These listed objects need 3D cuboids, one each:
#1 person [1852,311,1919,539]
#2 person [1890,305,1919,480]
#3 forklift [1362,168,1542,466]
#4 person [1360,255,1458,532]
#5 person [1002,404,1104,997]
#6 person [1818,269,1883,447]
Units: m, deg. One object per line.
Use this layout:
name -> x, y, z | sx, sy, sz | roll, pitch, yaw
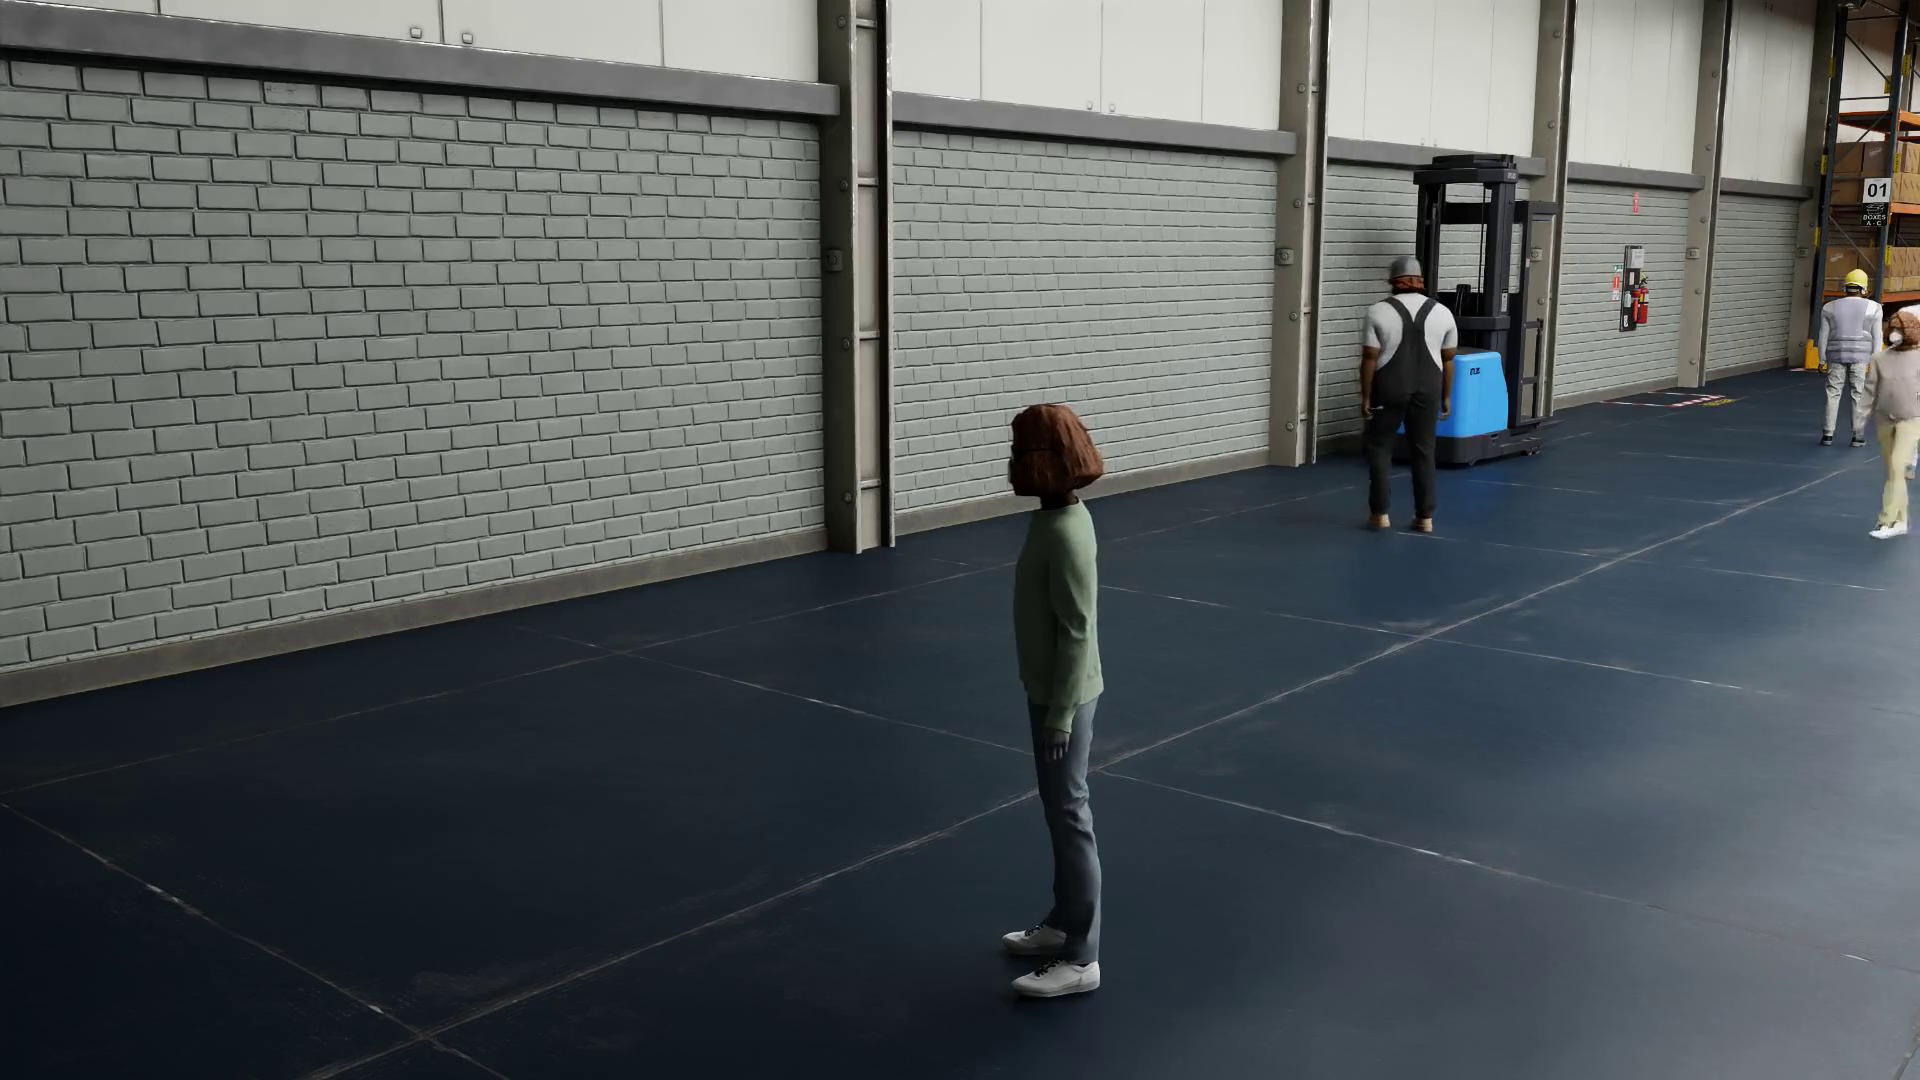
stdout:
person -> 6.568, -0.804, 11.762 | 0.737, 1.600, 0.522 | -6, 12, -30
person -> 8.446, -1.409, 14.568 | 0.598, 1.832, 0.986 | 6, 12, 31
forklift -> 4.875, -2.212, 16.287 | 1.129, 2.768, 1.873 | 8, 13, 40
person -> 3.268, -1.081, 12.235 | 0.707, 2.000, 0.540 | 0, 10, 0
person -> 0.260, 0.439, 4.617 | 0.265, 1.632, 0.507 | 0, 10, -2
person -> 9.295, -1.903, 17.384 | 0.598, 1.832, 0.404 | 6, 12, 31
